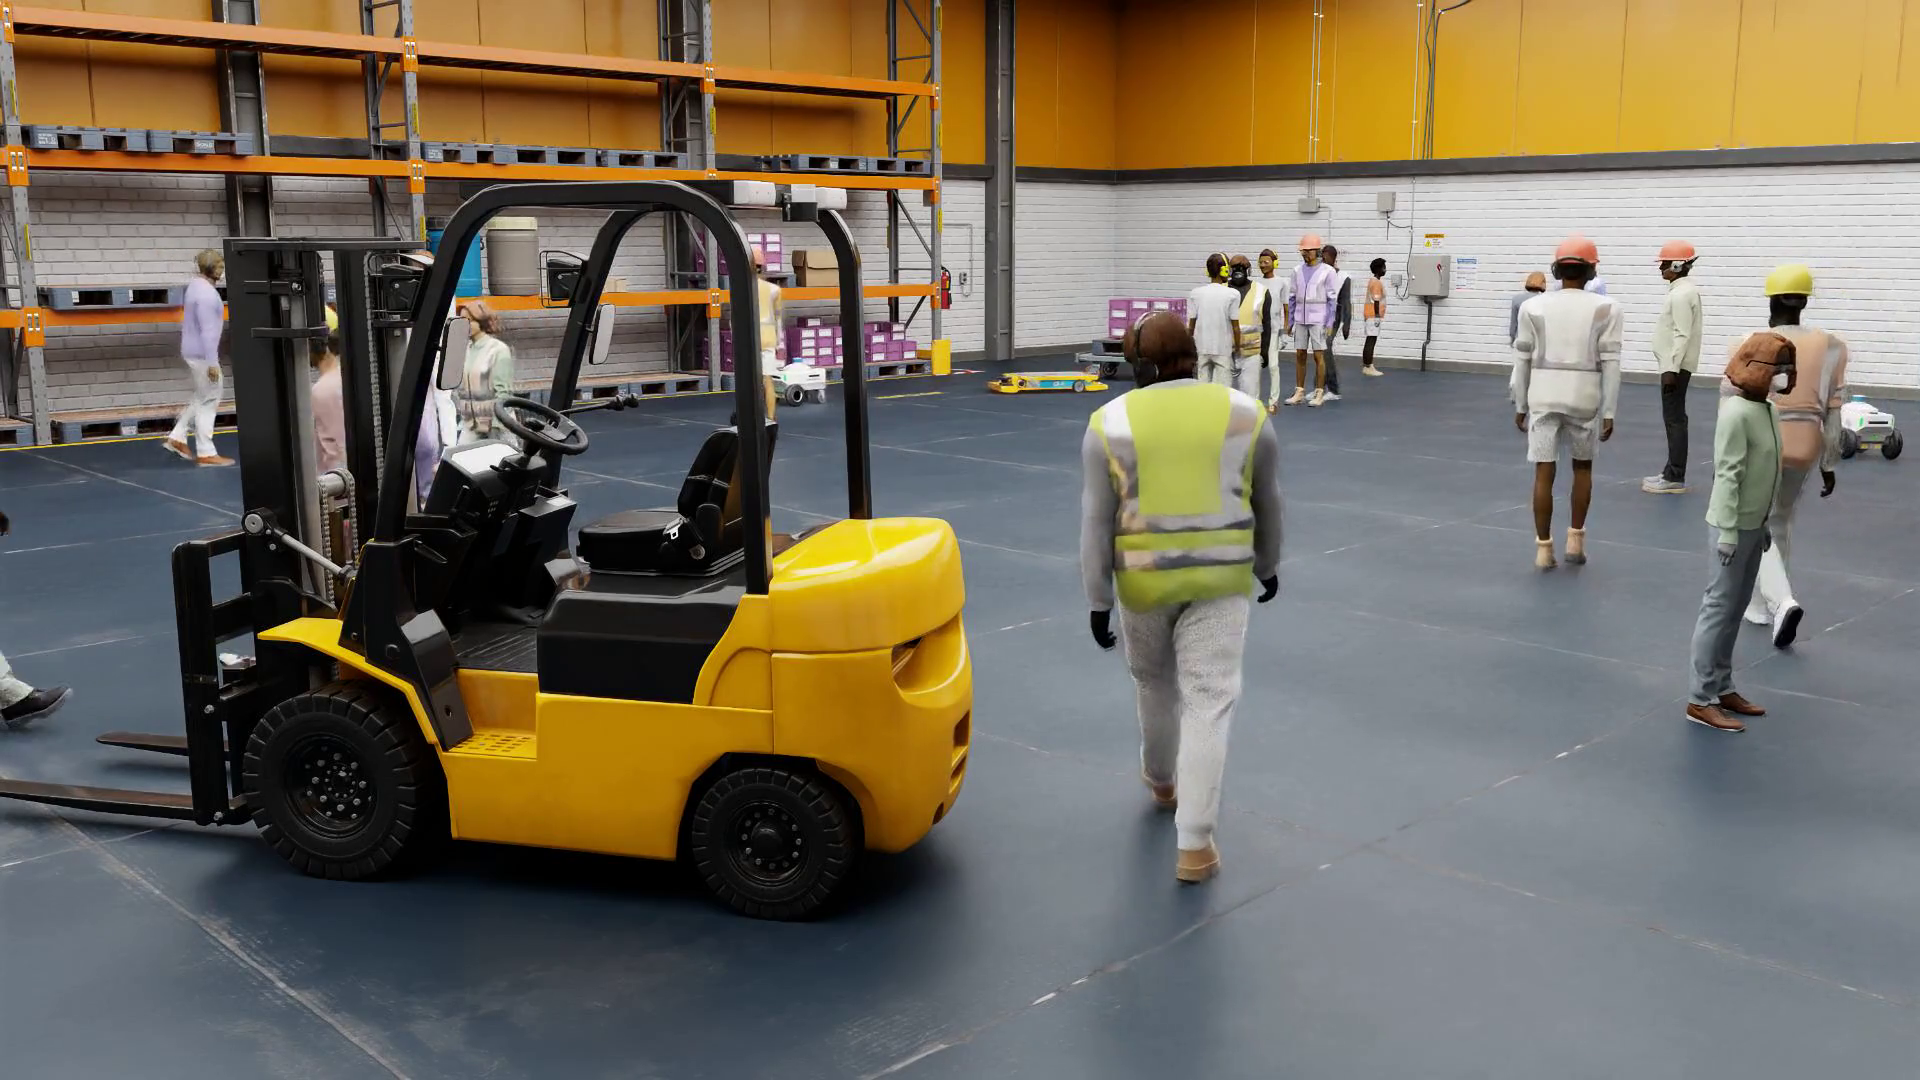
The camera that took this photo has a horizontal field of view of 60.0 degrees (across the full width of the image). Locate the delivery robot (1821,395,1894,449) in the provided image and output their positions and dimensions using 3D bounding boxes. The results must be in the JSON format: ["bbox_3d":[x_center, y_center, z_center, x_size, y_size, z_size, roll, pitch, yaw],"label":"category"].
[{"bbox_3d":[8.227,-1.085,15.261,0.477,0.478,0.707,0,10,-1],"label":"delivery robot"}]

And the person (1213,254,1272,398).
[{"bbox_3d":[2.661,-1.810,15.955,0.629,1.842,0.429,2,11,10],"label":"person"}]

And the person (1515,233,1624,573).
[{"bbox_3d":[3.668,-0.827,10.084,0.613,2.022,0.659,4,11,23],"label":"person"}]

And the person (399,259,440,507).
[{"bbox_3d":[-3.884,-0.996,11.454,0.591,1.866,0.663,8,13,37],"label":"person"}]

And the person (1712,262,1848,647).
[{"bbox_3d":[4.115,-0.435,8.331,0.592,1.900,0.857,0,10,2],"label":"person"}]

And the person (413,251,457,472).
[{"bbox_3d":[-4.554,-1.528,14.298,0.573,1.887,0.355,7,12,33],"label":"person"}]

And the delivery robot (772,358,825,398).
[{"bbox_3d":[-1.948,-1.938,19.912,0.477,0.478,0.707,9,14,41],"label":"delivery robot"}]

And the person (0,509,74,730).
[{"bbox_3d":[-4.113,-0.105,6.773,0.842,1.792,0.597,-3,11,-15],"label":"person"}]

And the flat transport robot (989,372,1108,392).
[{"bbox_3d":[1.142,-2.058,21.594,1.431,0.197,0.652,-3,11,-13],"label":"flat transport robot"}]

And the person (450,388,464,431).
[{"bbox_3d":[-5.335,-1.916,16.948,0.490,1.698,0.915,9,14,42],"label":"person"}]

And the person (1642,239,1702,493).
[{"bbox_3d":[5.614,-1.365,13.114,0.397,1.992,0.623,5,11,24],"label":"person"}]

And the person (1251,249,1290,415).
[{"bbox_3d":[3.461,-2.340,18.771,0.521,1.873,0.335,7,12,33],"label":"person"}]

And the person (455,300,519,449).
[{"bbox_3d":[-3.058,-0.696,10.507,0.525,1.605,0.774,6,12,31],"label":"person"}]

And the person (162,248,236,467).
[{"bbox_3d":[-6.628,-1.576,14.502,0.582,1.915,0.650,-5,12,-27],"label":"person"}]

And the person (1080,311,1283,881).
[{"bbox_3d":[0.728,0.144,5.494,0.648,1.772,0.982,1,10,7],"label":"person"}]

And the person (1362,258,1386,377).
[{"bbox_3d":[5.977,-3.209,23.979,0.321,1.696,0.536,1,10,7],"label":"person"}]

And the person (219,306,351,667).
[{"bbox_3d":[-2.859,-0.182,7.380,0.889,1.728,0.531,0,10,-2],"label":"person"}]

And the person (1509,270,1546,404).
[{"bbox_3d":[6.706,-2.363,19.595,0.505,1.611,0.593,6,12,28],"label":"person"}]

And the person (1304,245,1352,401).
[{"bbox_3d":[4.374,-2.629,20.274,0.817,1.893,0.601,-6,12,-30],"label":"person"}]

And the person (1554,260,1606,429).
[{"bbox_3d":[6.456,-2.111,17.354,0.542,1.931,0.376,9,13,39],"label":"person"}]

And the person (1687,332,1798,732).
[{"bbox_3d":[3.242,-0.040,6.875,0.278,1.631,0.505,9,14,41],"label":"person"}]

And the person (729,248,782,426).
[{"bbox_3d":[-2.069,-1.989,16.809,0.568,1.879,1.002,-4,11,-21],"label":"person"}]

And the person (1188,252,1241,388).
[{"bbox_3d":[2.316,-1.669,15.125,0.518,1.865,0.323,6,12,29],"label":"person"}]

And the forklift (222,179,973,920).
[{"bbox_3d":[-1.114,-0.058,5.440,2.313,2.155,1.214,2,11,13],"label":"forklift"}]

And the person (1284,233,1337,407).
[{"bbox_3d":[4.132,-2.590,19.657,0.612,2.041,0.394,9,14,42],"label":"person"}]
